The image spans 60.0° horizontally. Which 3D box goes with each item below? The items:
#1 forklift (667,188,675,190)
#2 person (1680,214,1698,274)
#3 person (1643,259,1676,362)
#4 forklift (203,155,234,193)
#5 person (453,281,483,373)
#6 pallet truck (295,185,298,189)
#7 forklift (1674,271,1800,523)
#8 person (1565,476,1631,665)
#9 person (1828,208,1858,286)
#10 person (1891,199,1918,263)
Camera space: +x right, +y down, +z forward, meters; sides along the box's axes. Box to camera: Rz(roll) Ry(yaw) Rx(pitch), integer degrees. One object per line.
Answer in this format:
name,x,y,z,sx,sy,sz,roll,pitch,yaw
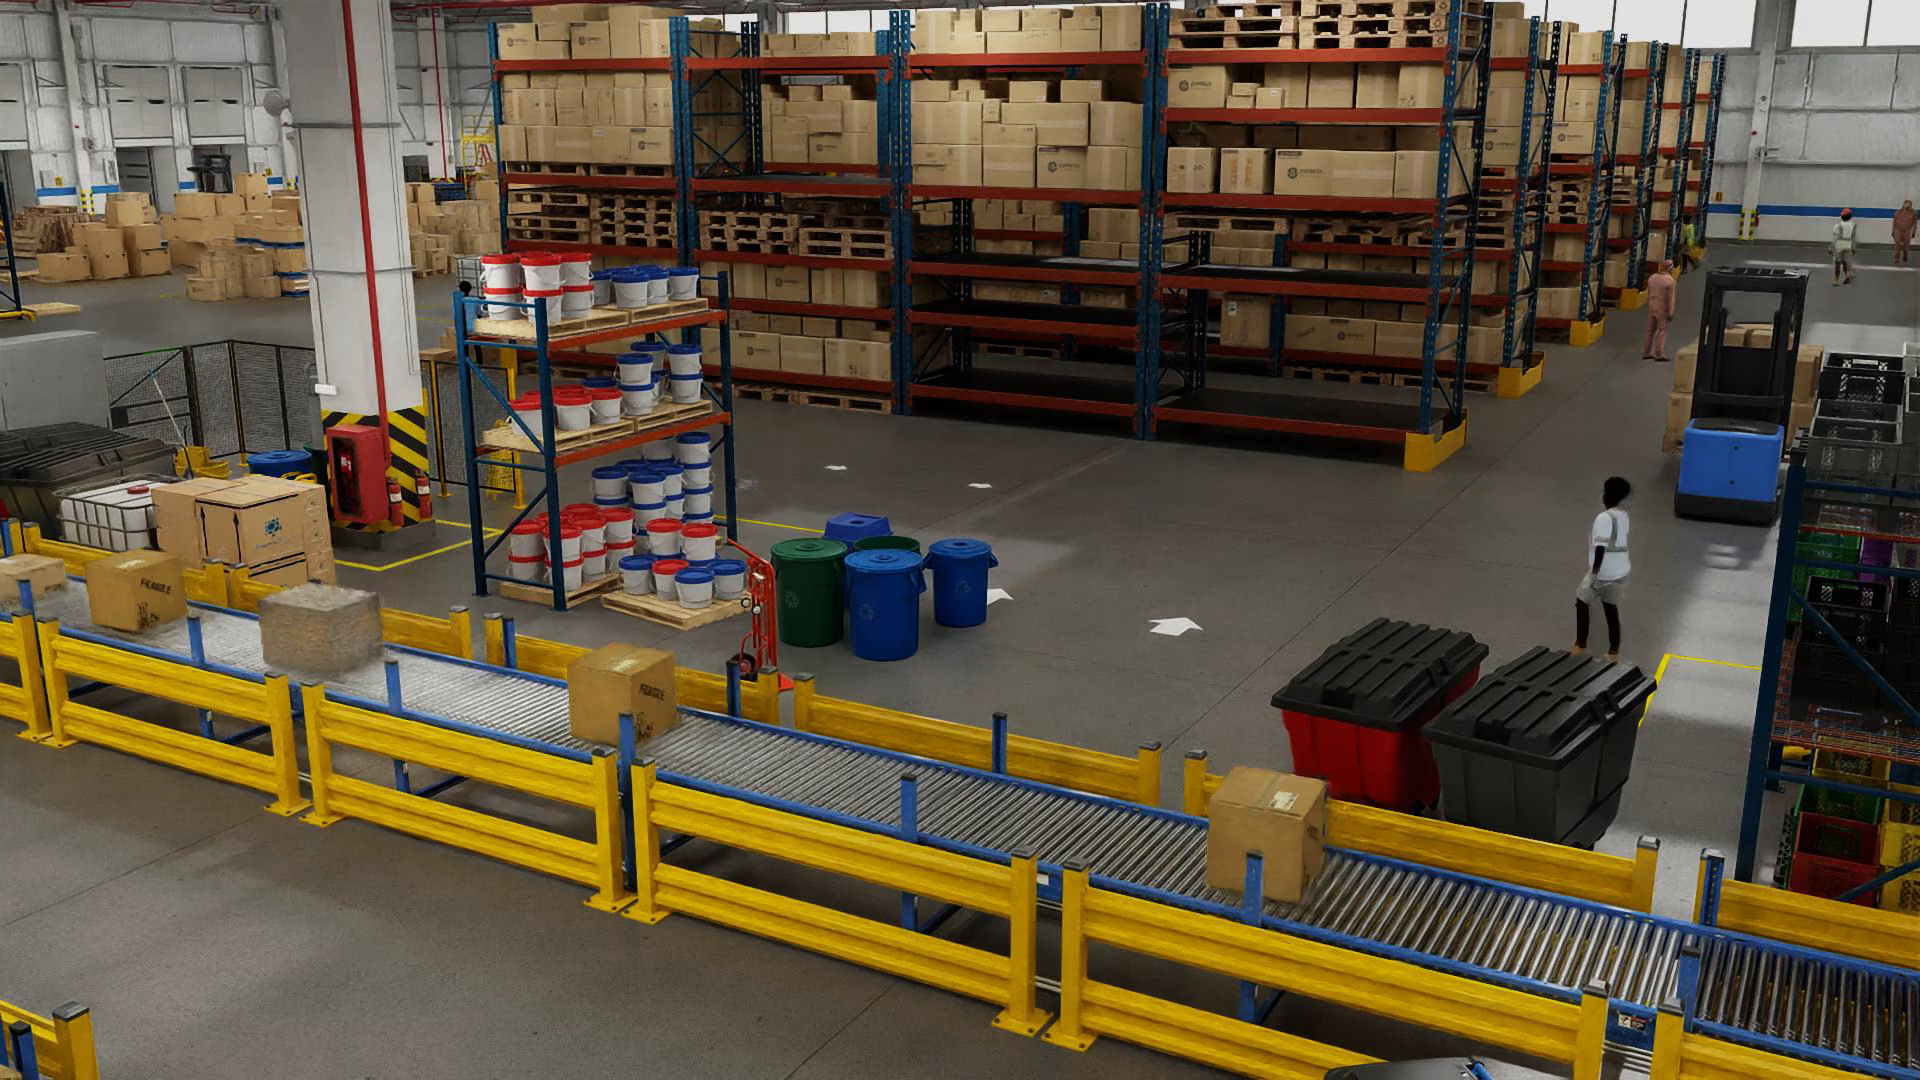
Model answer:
forklift,-8.538,-9.197,47.675,1.129,2.768,1.873,8,17,28
person,20.367,-8.277,46.517,0.487,1.666,0.595,9,18,32
person,13.132,-4.293,31.127,0.398,1.899,0.647,-6,16,-23
forklift,-26.676,-12.494,60.067,1.129,2.768,1.873,3,15,11
person,-8.669,-3.719,29.349,0.533,1.697,0.318,-11,18,-35
pallet truck,-26.804,-14.617,69.738,1.885,1.965,0.823,-14,20,-42
forklift,9.269,-1.763,19.726,1.129,2.768,1.873,8,17,27
person,5.559,0.294,14.391,0.597,1.633,0.535,-11,19,-36
person,23.109,-7.671,43.582,0.625,2.029,0.434,-1,15,-2
person,28.177,-9.216,49.654,0.646,1.890,0.481,10,18,34
